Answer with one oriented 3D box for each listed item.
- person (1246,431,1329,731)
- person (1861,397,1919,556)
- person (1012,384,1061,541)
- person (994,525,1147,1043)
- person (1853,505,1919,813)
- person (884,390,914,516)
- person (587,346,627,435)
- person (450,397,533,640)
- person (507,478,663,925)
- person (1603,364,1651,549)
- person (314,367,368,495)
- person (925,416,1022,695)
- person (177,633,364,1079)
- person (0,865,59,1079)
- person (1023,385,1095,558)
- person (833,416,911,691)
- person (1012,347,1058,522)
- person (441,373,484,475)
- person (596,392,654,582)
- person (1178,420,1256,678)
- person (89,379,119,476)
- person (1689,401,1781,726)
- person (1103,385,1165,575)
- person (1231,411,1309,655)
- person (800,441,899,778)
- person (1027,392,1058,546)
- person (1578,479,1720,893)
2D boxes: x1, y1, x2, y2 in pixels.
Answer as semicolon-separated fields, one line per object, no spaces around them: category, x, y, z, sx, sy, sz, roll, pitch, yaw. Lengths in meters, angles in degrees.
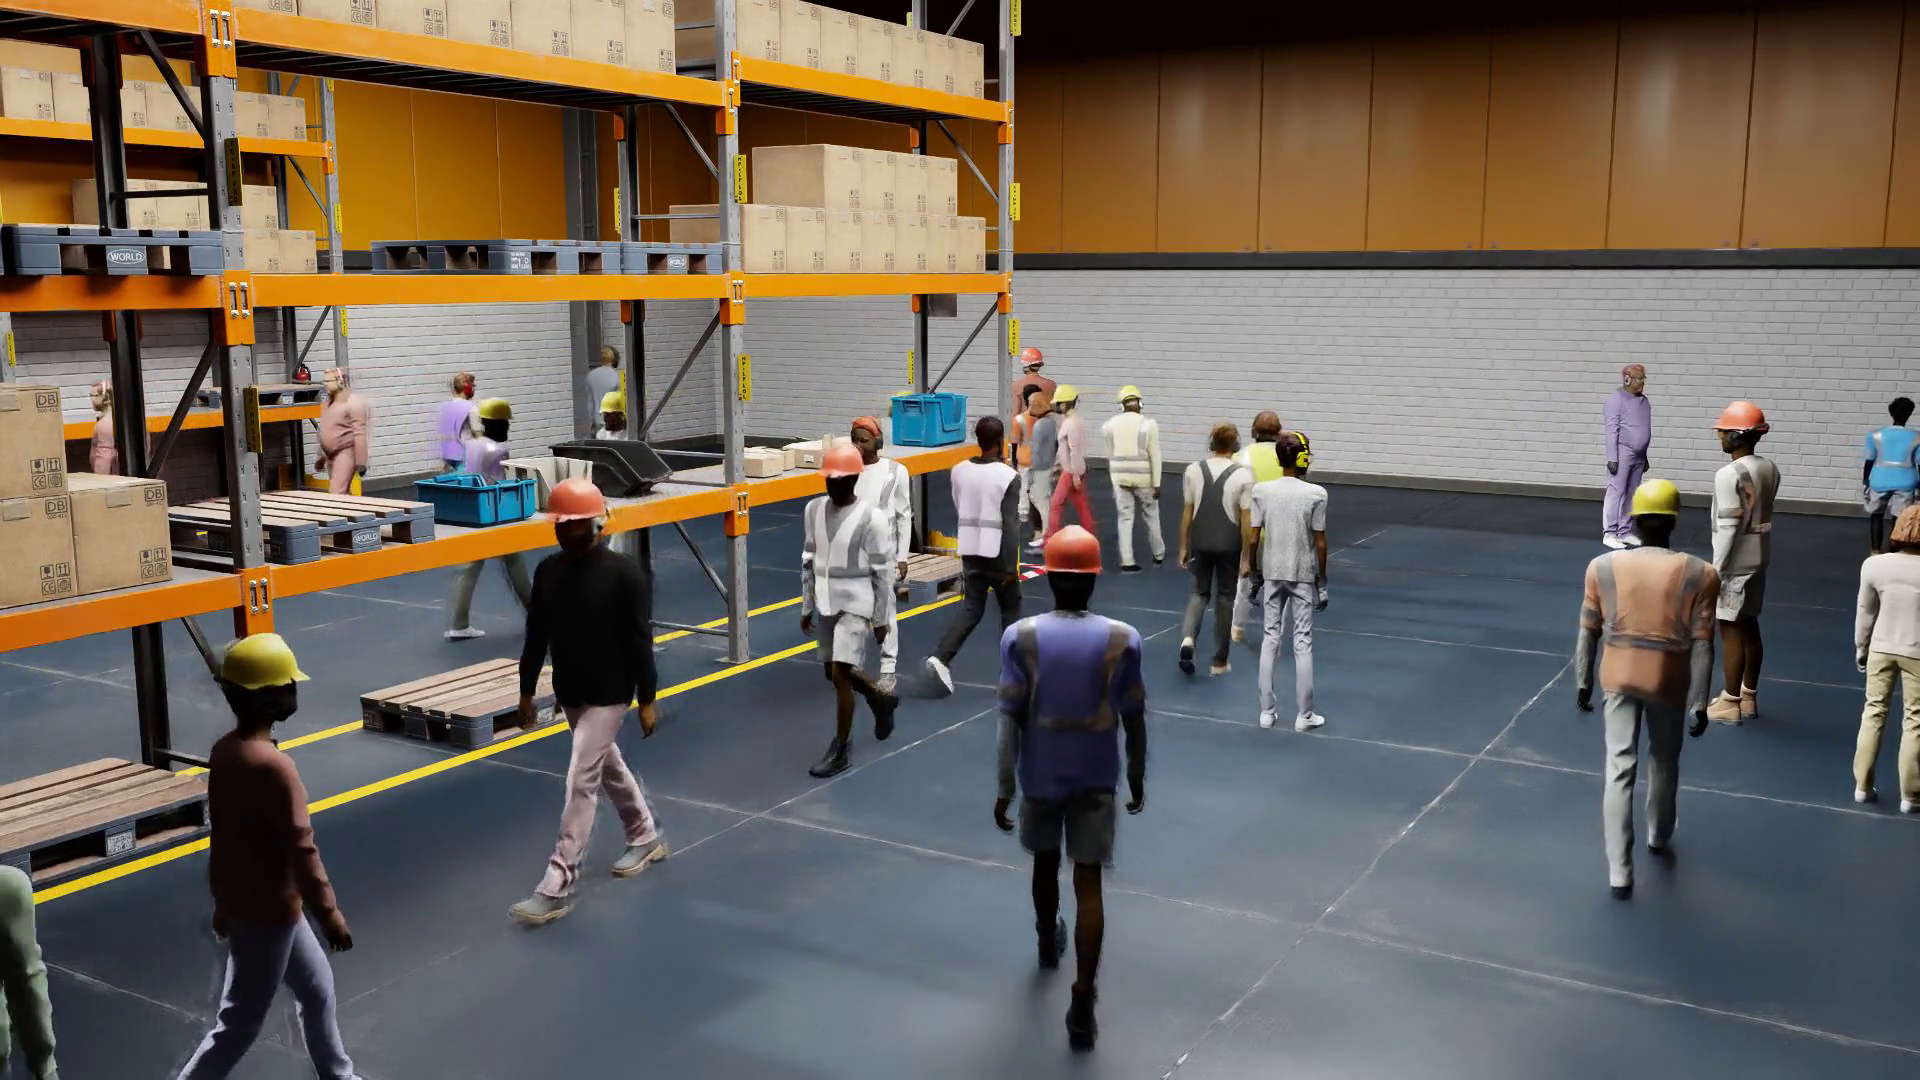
person;2.043;0.259;10.365;0.521;1.864;0.335;5;10;28
person;8.853;-0.515;15.753;0.547;1.675;0.572;6;11;32
person;0.767;-0.820;17.681;0.545;1.660;0.750;-3;9;-15
person;0.432;0.884;6.415;0.578;1.880;1.015;1;9;3
person;5.001;0.625;8.814;0.275;1.629;0.500;-7;11;-36
person;-0.651;-0.614;16.293;0.804;1.711;0.496;-6;11;-34
person;-4.398;-1.513;21.247;0.650;1.914;0.678;6;11;33
person;-3.612;-0.176;13.013;0.608;1.872;0.981;9;13;43
person;-1.702;0.677;7.529;0.646;1.939;1.045;6;11;32
person;6.942;-0.869;17.260;0.643;1.910;0.411;-7;11;-35
person;-6.396;-0.841;17.163;0.652;1.891;0.460;9;12;43
person;0.138;0.116;11.185;0.608;1.890;0.765;7;11;36
person;-2.222;1.150;5.231;0.904;1.722;0.525;-7;11;-37
person;-2.625;1.349;4.360;0.547;1.605;0.624;0;9;2
person;0.994;-0.668;16.574;0.837;1.730;0.529;1;9;5
person;-0.622;0.094;11.322;0.584;1.883;0.339;3;10;19
person;0.830;-1.205;19.073;0.622;1.997;0.372;-4;10;-24
person;-5.127;-0.841;17.448;0.577;1.792;0.973;9;13;44
person;-3.097;-0.428;14.891;0.617;1.776;0.938;7;11;37
person;1.766;0.088;11.566;0.546;1.824;0.549;4;10;25
person;-7.811;-0.513;15.116;0.795;1.879;0.676;-2;9;-13
person;4.883;0.147;10.496;0.609;2.044;0.394;-7;12;-38
person;1.691;-0.579;15.861;0.617;1.774;0.782;5;10;27
person;2.287;-0.076;12.618;0.651;1.807;0.866;0;9;-1
person;-0.610;0.360;9.586;0.539;1.908;0.823;7;11;36
person;0.830;-0.727;17.247;0.343;1.615;0.534;3;10;18
person;3.226;0.652;7.836;0.604;1.876;1.005;5;10;28
